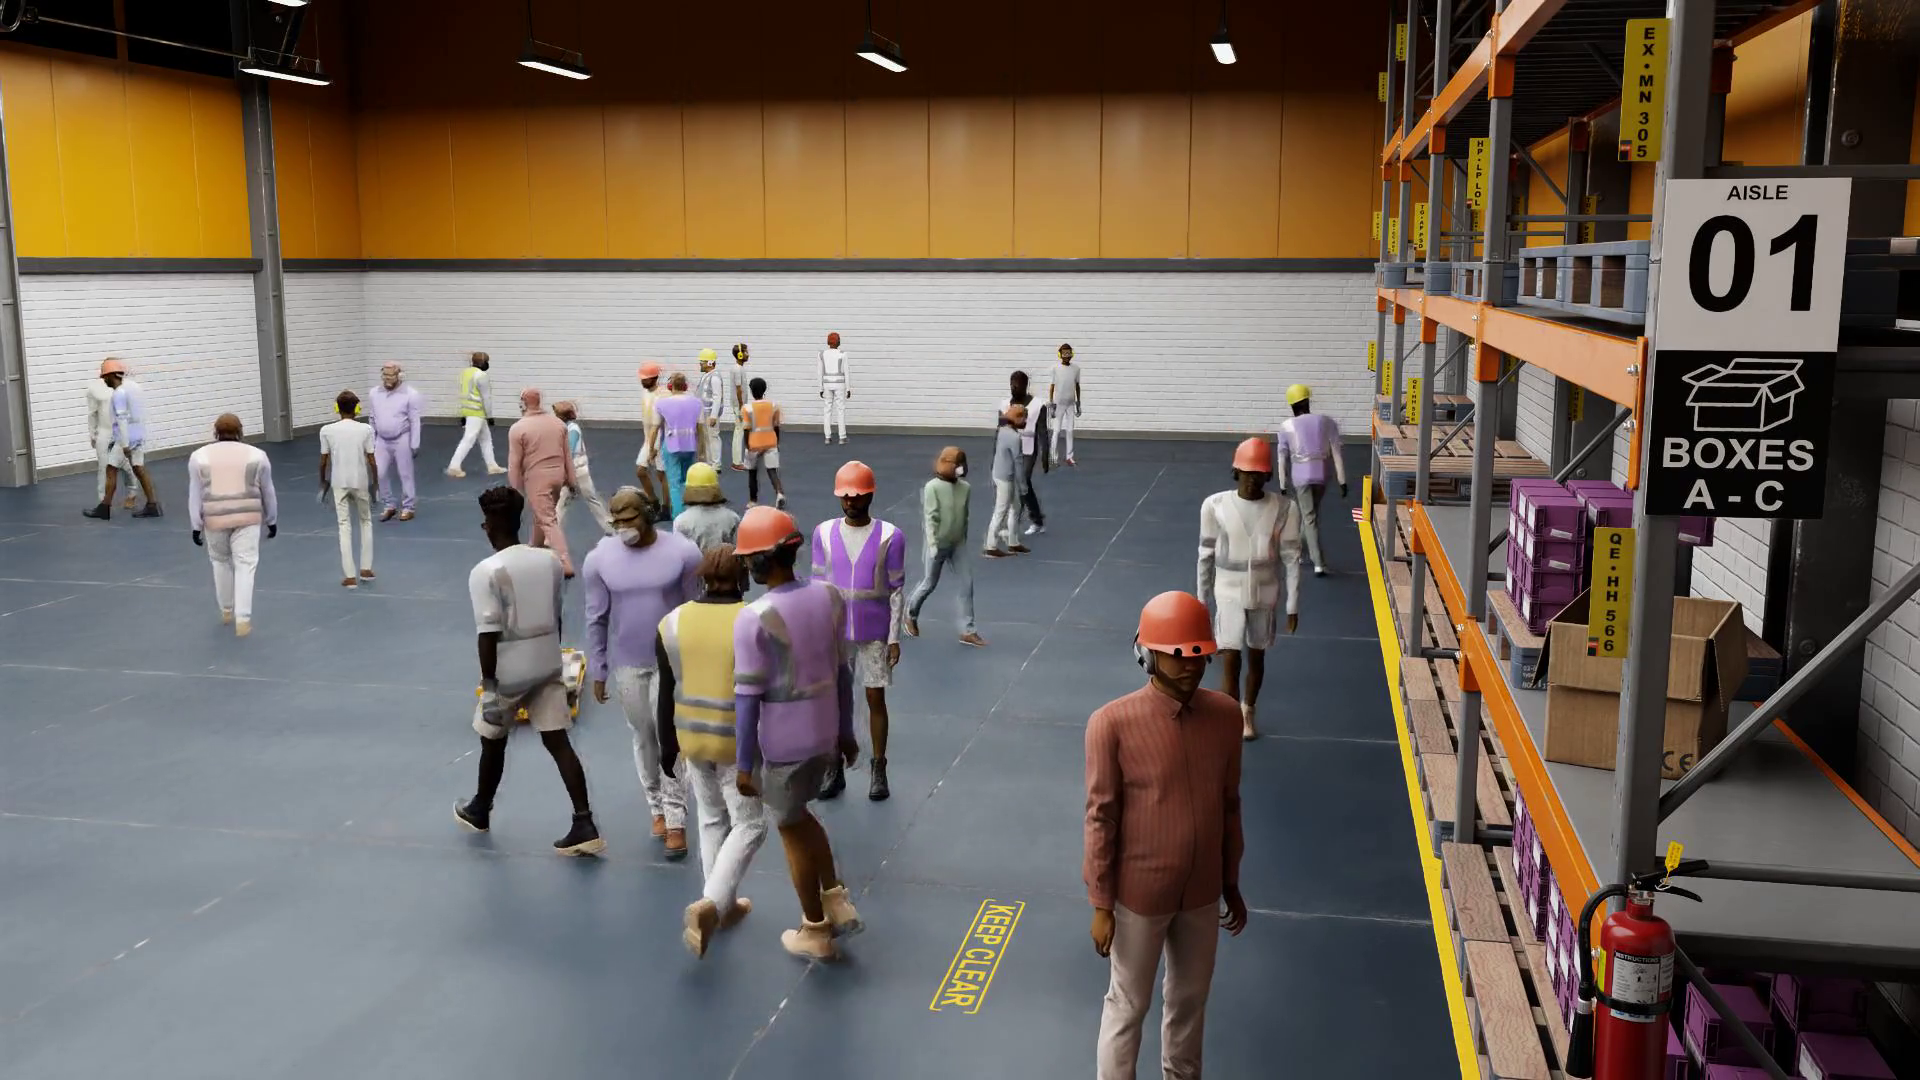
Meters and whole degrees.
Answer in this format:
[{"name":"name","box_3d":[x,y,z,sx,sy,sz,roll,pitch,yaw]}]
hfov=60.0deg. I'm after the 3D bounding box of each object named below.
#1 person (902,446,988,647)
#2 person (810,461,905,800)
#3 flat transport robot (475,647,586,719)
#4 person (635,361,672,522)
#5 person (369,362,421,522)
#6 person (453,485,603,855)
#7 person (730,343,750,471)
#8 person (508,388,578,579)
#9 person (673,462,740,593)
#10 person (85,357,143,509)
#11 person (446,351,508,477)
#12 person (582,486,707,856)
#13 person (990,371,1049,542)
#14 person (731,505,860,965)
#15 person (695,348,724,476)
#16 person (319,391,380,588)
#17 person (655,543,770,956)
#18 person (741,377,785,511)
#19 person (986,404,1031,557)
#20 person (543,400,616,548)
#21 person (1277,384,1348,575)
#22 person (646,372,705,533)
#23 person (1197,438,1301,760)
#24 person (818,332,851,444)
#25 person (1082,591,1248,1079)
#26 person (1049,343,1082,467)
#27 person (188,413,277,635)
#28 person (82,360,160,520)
[{"name":"person","box_3d":[-0.142,0.030,13.361,0.504,1.600,0.810,-8,12,-40]},{"name":"person","box_3d":[-0.584,0.514,9.429,0.543,1.939,0.356,1,9,6]},{"name":"flat transport robot","box_3d":[-2.981,0.980,11.627,0.652,0.197,1.431,-2,9,-10]},{"name":"person","box_3d":[-3.586,-1.146,19.492,0.494,1.911,0.538,-9,13,-43]},{"name":"person","box_3d":[-6.670,-1.147,19.589,0.673,1.883,0.589,1,10,8]},{"name":"person","box_3d":[-2.270,0.671,8.611,1.055,1.911,0.620,7,12,36]},{"name":"person","box_3d":[-3.230,-1.958,24.537,0.321,1.867,0.557,-2,10,-12]},{"name":"person","box_3d":[-4.074,-0.550,16.157,1.023,1.836,0.663,7,12,36]},{"name":"person","box_3d":[-1.645,0.354,11.055,0.482,1.729,0.569,-5,11,-29]},{"name":"person","box_3d":[-10.350,-1.295,20.406,0.642,1.910,0.616,-3,10,-17]},{"name":"person","box_3d":[-6.984,-1.799,23.820,0.912,1.798,0.612,-6,11,-33]},{"name":"person","box_3d":[-1.606,0.677,8.545,0.654,1.905,0.789,-1,9,-4]},{"name":"person","box_3d":[0.647,-0.934,18.375,0.614,1.858,1.012,7,12,38]},{"name":"person","box_3d":[-0.737,0.851,7.154,0.469,2.017,0.637,7,12,37]},{"name":"person","box_3d":[-3.593,-1.824,23.830,0.404,1.833,0.588,-4,10,-23]},{"name":"person","box_3d":[-5.793,-0.487,15.754,0.548,1.838,0.700,-3,10,-19]},{"name":"person","box_3d":[-1.072,0.929,7.333,0.666,1.811,0.695,3,10,20]},{"name":"person","box_3d":[-2.398,-1.153,20.267,0.536,1.673,0.780,-5,11,-28]},{"name":"person","box_3d":[0.547,-0.609,17.174,0.636,1.597,0.522,-3,10,-15]},{"name":"person","box_3d":[-4.117,-0.707,17.851,0.888,1.591,0.521,-5,11,-29]},{"name":"person","box_3d":[3.459,-0.601,16.422,0.651,1.851,0.982,-2,10,-10]},{"name":"person","box_3d":[-3.208,-0.979,18.792,0.594,1.820,0.553,-6,11,-33]},{"name":"person","box_3d":[1.781,0.359,10.244,0.624,1.976,1.058,1,9,6]},{"name":"person","box_3d":[-2.119,-2.563,28.133,0.573,1.883,0.356,2,10,14]},{"name":"person","box_3d":[0.683,1.143,5.465,0.615,1.994,0.381,-5,11,-28]},{"name":"person","box_3d":[1.582,-2.021,24.968,0.514,1.860,0.366,-3,10,-17]},{"name":"person","box_3d":[-6.037,-0.156,13.865,0.657,1.797,0.919,-3,10,-19]},{"name":"person","box_3d":[-10.058,-1.188,19.817,0.915,1.888,0.556,-2,10,-9]}]
